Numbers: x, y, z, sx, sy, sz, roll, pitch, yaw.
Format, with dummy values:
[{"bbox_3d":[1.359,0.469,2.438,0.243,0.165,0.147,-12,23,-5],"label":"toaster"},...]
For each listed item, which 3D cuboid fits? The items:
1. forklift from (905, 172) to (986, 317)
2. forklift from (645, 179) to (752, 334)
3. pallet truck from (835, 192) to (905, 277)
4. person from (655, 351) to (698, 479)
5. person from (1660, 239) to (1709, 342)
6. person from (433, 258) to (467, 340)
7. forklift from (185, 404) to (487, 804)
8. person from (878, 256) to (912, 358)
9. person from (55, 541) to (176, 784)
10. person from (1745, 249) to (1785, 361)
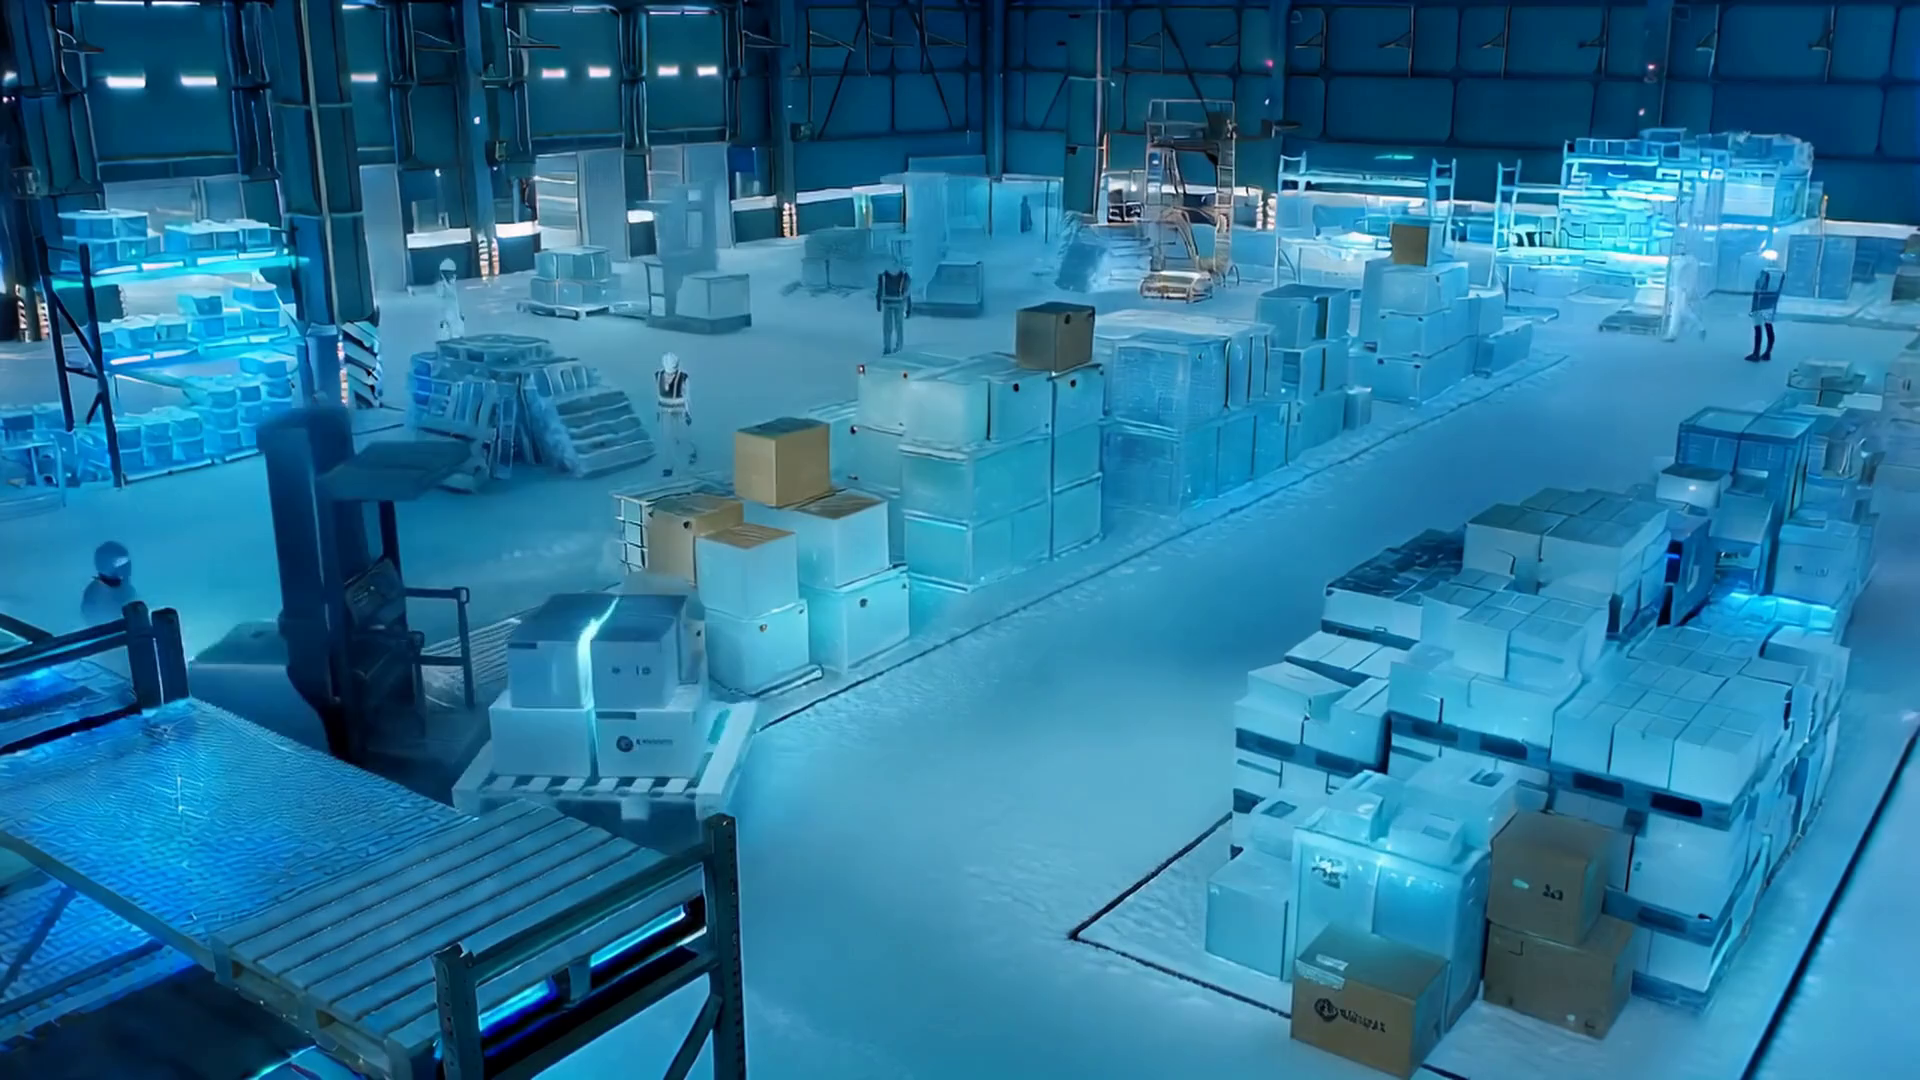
[{"bbox_3d":[-0.473,-5.974,33.556,1.873,2.768,1.129,3,17,10],"label":"forklift"},{"bbox_3d":[-5.042,-5.468,31.880,1.873,2.768,1.129,12,21,35],"label":"forklift"},{"bbox_3d":[-1.936,-7.159,38.982,1.885,1.965,0.823,-12,21,-34],"label":"pallet truck"},{"bbox_3d":[-3.637,-1.636,21.344,0.521,1.620,0.677,5,18,16],"label":"person"},{"bbox_3d":[13.390,-4.562,30.532,0.709,1.918,0.647,0,17,0],"label":"person"},{"bbox_3d":[-8.506,-3.761,27.858,0.399,1.921,0.550,3,17,10],"label":"person"},{"bbox_3d":[-4.699,0.443,12.307,1.873,2.768,1.129,1,17,2],"label":"forklift"},{"bbox_3d":[-1.136,-3.935,28.577,0.609,1.831,0.966,2,17,7],"label":"person"},{"bbox_3d":[-6.325,0.926,12.374,0.881,1.911,0.633,0,17,1],"label":"person"},{"bbox_3d":[13.964,-4.076,28.877,0.550,1.935,0.376,-4,17,-14],"label":"person"}]
